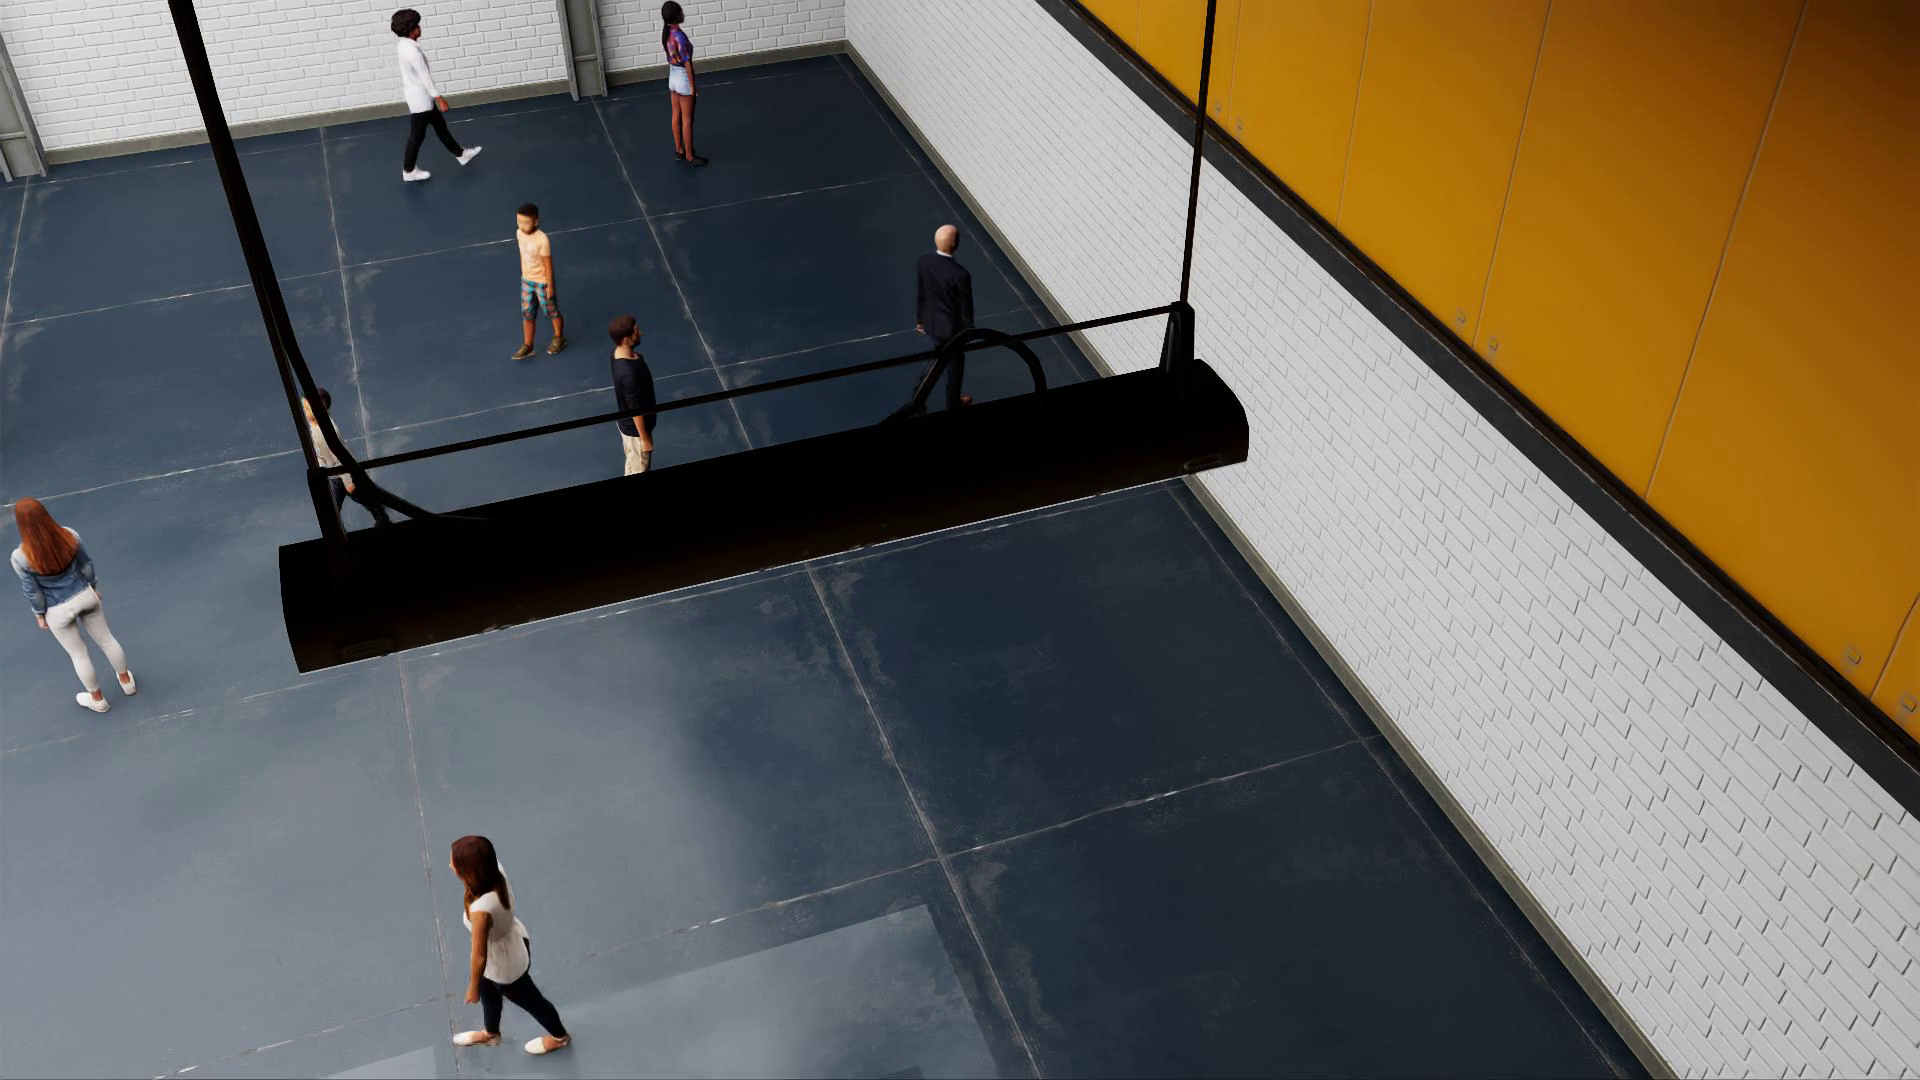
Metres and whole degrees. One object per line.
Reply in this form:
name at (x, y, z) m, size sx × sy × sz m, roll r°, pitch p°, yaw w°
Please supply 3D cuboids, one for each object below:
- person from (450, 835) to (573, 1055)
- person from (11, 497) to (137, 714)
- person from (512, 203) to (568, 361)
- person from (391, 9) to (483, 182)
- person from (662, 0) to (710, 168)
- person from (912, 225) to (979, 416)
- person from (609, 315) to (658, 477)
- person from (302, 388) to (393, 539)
person at (-2.300, 2.157, 8.741) m, size 0.918 × 1.764 × 0.729 m, roll -6°, pitch 39°, yaw -8°
person at (-5.853, 0.426, 10.957) m, size 0.750 × 1.703 × 0.642 m, roll 25°, pitch 45°, yaw 28°
person at (-3.653, -2.311, 14.587) m, size 0.804 × 1.450 × 0.873 m, roll 19°, pitch 42°, yaw 22°
person at (-5.627, -4.520, 17.102) m, size 1.140 × 1.763 × 0.719 m, roll -18°, pitch 42°, yaw -21°
person at (-2.929, -4.799, 17.467) m, size 0.616 × 1.744 × 0.650 m, roll -26°, pitch 45°, yaw -29°
person at (-0.158, -1.725, 13.582) m, size 0.924 × 1.789 × 1.019 m, roll 26°, pitch 46°, yaw 29°
person at (-2.434, -0.857, 12.445) m, size 0.541 × 1.851 × 0.631 m, roll -12°, pitch 40°, yaw -15°
person at (-4.558, -0.520, 12.362) m, size 1.029 × 1.428 × 0.733 m, roll -24°, pitch 44°, yaw -27°
